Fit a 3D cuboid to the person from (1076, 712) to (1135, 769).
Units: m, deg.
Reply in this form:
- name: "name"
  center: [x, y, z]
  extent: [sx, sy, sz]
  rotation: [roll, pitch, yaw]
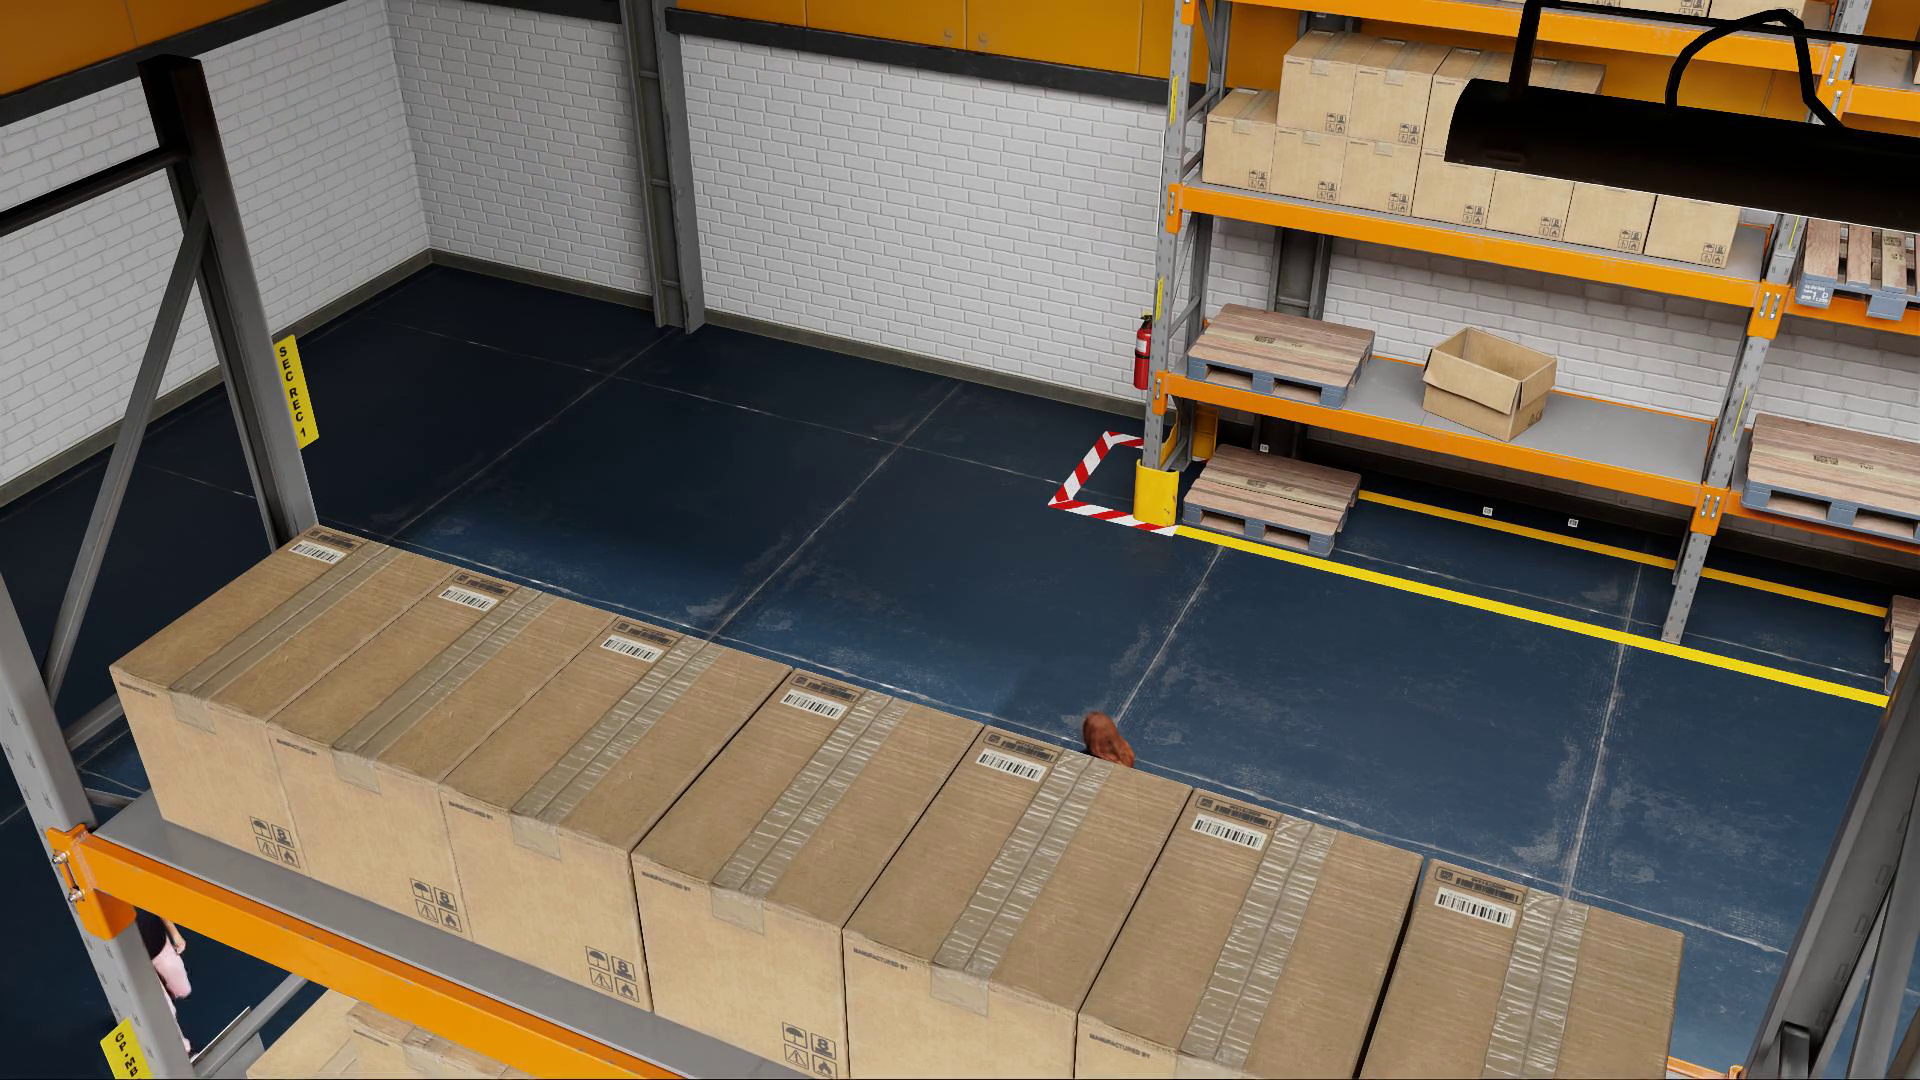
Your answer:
- name: "person"
  center: [0.765, 1.574, 9.377]
  extent: [0.668, 1.500, 0.646]
  rotation: [28, 43, 36]
